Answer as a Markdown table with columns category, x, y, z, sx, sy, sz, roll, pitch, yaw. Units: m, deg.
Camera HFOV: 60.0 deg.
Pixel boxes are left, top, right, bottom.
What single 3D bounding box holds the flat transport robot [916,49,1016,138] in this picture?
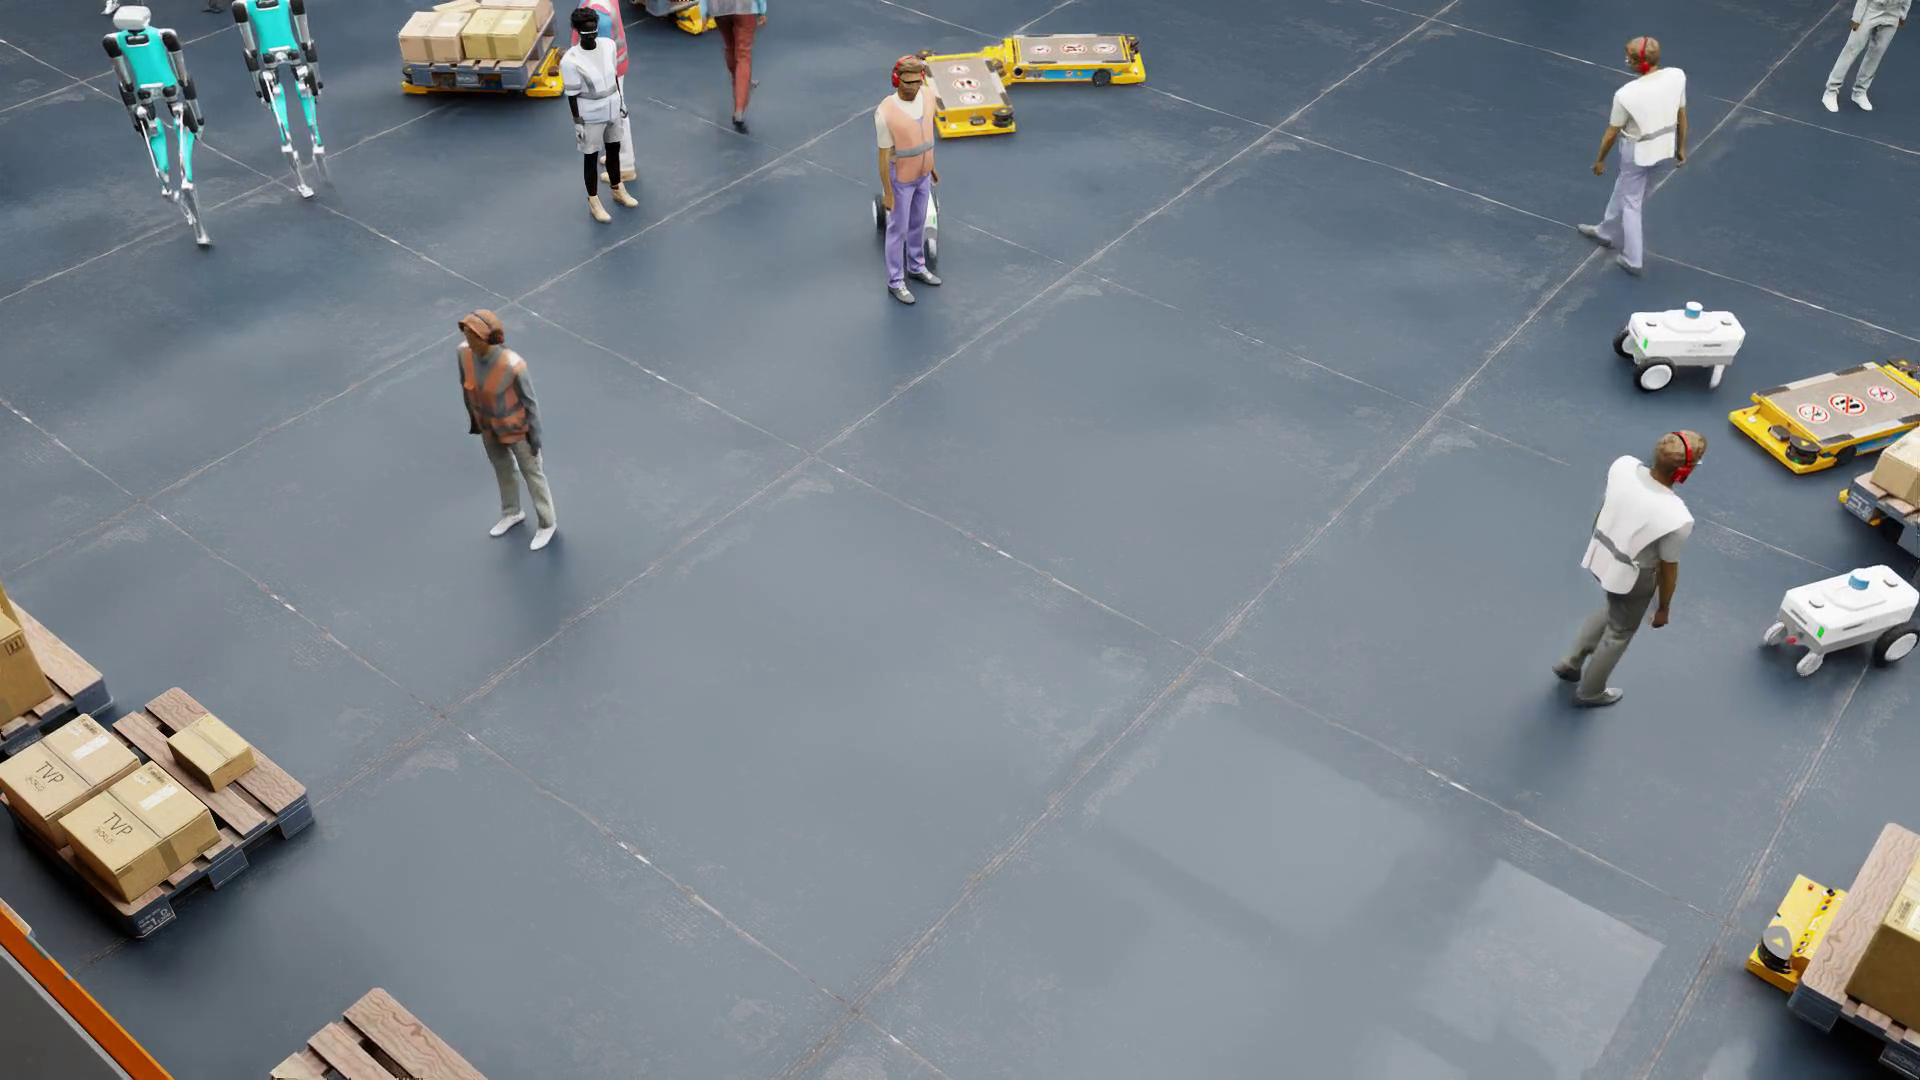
| category | x | y | z | sx | sy | sz | roll | pitch | yaw |
| --- | --- | --- | --- | --- | --- | --- | --- | --- | --- |
| flat transport robot | 0.032 | -3.983 | 14.764 | 0.659 | 0.231 | 1.431 | -7 | 41 | -8 |

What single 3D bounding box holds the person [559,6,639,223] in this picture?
| category | x | y | z | sx | sy | sz | roll | pitch | yaw |
| --- | --- | --- | --- | --- | --- | --- | --- | --- | --- |
| person | -2.790 | -3.297 | 12.852 | 0.315 | 1.695 | 0.540 | 27 | 47 | 28 |

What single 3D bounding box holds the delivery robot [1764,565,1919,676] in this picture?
| category | x | y | z | sx | sy | sz | roll | pitch | yaw |
| --- | --- | --- | --- | --- | --- | --- | --- | --- | --- |
| delivery robot | 5.000 | 0.411 | 9.371 | 0.774 | 0.592 | 0.499 | -13 | 42 | -15 |

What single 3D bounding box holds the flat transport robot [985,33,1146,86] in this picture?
| category | x | y | z | sx | sy | sz | roll | pitch | yaw |
| --- | --- | --- | --- | --- | --- | --- | --- | --- | --- |
| flat transport robot | 0.955 | -4.402 | 15.256 | 1.431 | 0.231 | 0.659 | -1 | 40 | -1 |

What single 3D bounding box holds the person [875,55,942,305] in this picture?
| category | x | y | z | sx | sy | sz | roll | pitch | yaw |
| --- | --- | --- | --- | --- | --- | --- | --- | --- | --- |
| person | -0.376 | -2.601 | 11.921 | 0.378 | 1.842 | 0.568 | 27 | 47 | 28 |

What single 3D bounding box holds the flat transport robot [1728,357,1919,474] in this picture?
| category | x | y | z | sx | sy | sz | roll | pitch | yaw |
| --- | --- | --- | --- | --- | --- | --- | --- | --- | --- |
| flat transport robot | 5.924 | -0.835 | 11.061 | 1.431 | 0.231 | 0.659 | -14 | 42 | -16 |

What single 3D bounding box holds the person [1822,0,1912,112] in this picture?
| category | x | y | z | sx | sy | sz | roll | pitch | yaw |
| --- | --- | --- | --- | --- | --- | --- | --- | --- | --- |
| person | 7.884 | -4.506 | 14.250 | 0.482 | 1.733 | 0.344 | -6 | 41 | -6 |

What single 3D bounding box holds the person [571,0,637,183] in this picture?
| category | x | y | z | sx | sy | sz | roll | pitch | yaw |
| --- | --- | --- | --- | --- | --- | --- | --- | --- | --- |
| person | -2.860 | -3.766 | 13.306 | 0.431 | 1.837 | 0.629 | -7 | 41 | -8 |

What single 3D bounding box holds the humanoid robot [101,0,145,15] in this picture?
| category | x | y | z | sx | sy | sz | roll | pitch | yaw |
| --- | --- | --- | --- | --- | --- | --- | --- | --- | --- |
| humanoid robot | -8.208 | -5.785 | 15.842 | 0.557 | 1.901 | 0.727 | -7 | 41 | -8 |

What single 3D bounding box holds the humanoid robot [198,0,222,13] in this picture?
| category | x | y | z | sx | sy | sz | roll | pitch | yaw |
| --- | --- | --- | --- | --- | --- | --- | --- | --- | --- |
| humanoid robot | -7.336 | -5.931 | 15.973 | 0.608 | 1.645 | 0.342 | -29 | 48 | -29 |

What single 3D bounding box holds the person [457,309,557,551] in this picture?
| category | x | y | z | sx | sy | sz | roll | pitch | yaw |
| --- | --- | --- | --- | --- | --- | --- | --- | --- | --- |
| person | -2.674 | -0.654 | 9.789 | 0.521 | 1.636 | 0.308 | 19 | 44 | 21 |

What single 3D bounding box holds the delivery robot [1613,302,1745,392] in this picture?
| category | x | y | z | sx | sy | sz | roll | pitch | yaw |
| --- | --- | --- | --- | --- | --- | --- | --- | --- | --- |
| delivery robot | 4.943 | -1.351 | 11.455 | 0.777 | 0.606 | 0.514 | -1 | 40 | -1 |

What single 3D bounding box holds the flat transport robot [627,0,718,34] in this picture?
| category | x | y | z | sx | sy | sz | roll | pitch | yaw |
| --- | --- | --- | --- | --- | --- | --- | --- | --- | --- |
| flat transport robot | -2.750 | -5.359 | 16.383 | 0.659 | 0.231 | 1.431 | -29 | 48 | -30 |

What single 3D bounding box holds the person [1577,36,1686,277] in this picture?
| category | x | y | z | sx | sy | sz | roll | pitch | yaw |
| --- | --- | --- | --- | --- | --- | --- | --- | --- | --- |
| person | 4.949 | -2.865 | 12.272 | 0.651 | 1.789 | 0.804 | -19 | 44 | -21 |

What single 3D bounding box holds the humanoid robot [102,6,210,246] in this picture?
| category | x | y | z | sx | sy | sz | roll | pitch | yaw |
| --- | --- | --- | --- | --- | --- | --- | --- | --- | --- |
| humanoid robot | -6.007 | -3.017 | 12.536 | 0.532 | 1.830 | 0.835 | -7 | 41 | -8 |

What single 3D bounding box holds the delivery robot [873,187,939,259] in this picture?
| category | x | y | z | sx | sy | sz | roll | pitch | yaw |
| --- | --- | --- | --- | --- | --- | --- | --- | --- | --- |
| delivery robot | -0.393 | -2.552 | 12.867 | 0.499 | 0.606 | 0.794 | -6 | 41 | -7 |

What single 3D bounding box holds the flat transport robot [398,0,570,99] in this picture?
| category | x | y | z | sx | sy | sz | roll | pitch | yaw |
| --- | --- | --- | --- | --- | --- | --- | --- | --- | --- |
| flat transport robot | -4.262 | -4.259 | 15.089 | 1.431 | 0.231 | 0.659 | 3 | 40 | 3 |

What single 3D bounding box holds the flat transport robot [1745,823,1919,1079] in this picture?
| category | x | y | z | sx | sy | sz | roll | pitch | yaw |
| --- | --- | --- | --- | --- | --- | --- | --- | --- | --- |
| flat transport robot | 4.448 | 2.096 | 7.612 | 1.431 | 0.231 | 0.659 | 29 | 48 | 30 |

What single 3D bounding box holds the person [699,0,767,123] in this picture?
| category | x | y | z | sx | sy | sz | roll | pitch | yaw |
| --- | --- | --- | --- | --- | --- | --- | --- | --- | --- |
| person | -1.937 | -4.522 | 14.208 | 0.559 | 1.832 | 0.949 | 7 | 41 | 8 |

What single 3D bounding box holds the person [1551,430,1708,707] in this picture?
| category | x | y | z | sx | sy | sz | roll | pitch | yaw |
| --- | --- | --- | --- | --- | --- | --- | --- | --- | --- |
| person | 3.494 | 0.178 | 8.664 | 0.470 | 1.826 | 0.585 | -12 | 42 | -14 |

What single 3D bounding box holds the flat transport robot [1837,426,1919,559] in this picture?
| category | x | y | z | sx | sy | sz | roll | pitch | yaw |
| --- | --- | --- | --- | --- | --- | --- | --- | --- | --- |
| flat transport robot | 6.147 | 0.000 | 10.078 | 0.659 | 0.231 | 1.431 | -18 | 44 | -20 |

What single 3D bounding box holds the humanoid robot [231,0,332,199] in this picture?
| category | x | y | z | sx | sy | sz | roll | pitch | yaw |
| --- | --- | --- | --- | --- | --- | --- | --- | --- | --- |
| humanoid robot | -5.231 | -3.440 | 13.046 | 0.532 | 1.833 | 0.801 | -15 | 43 | -17 |
